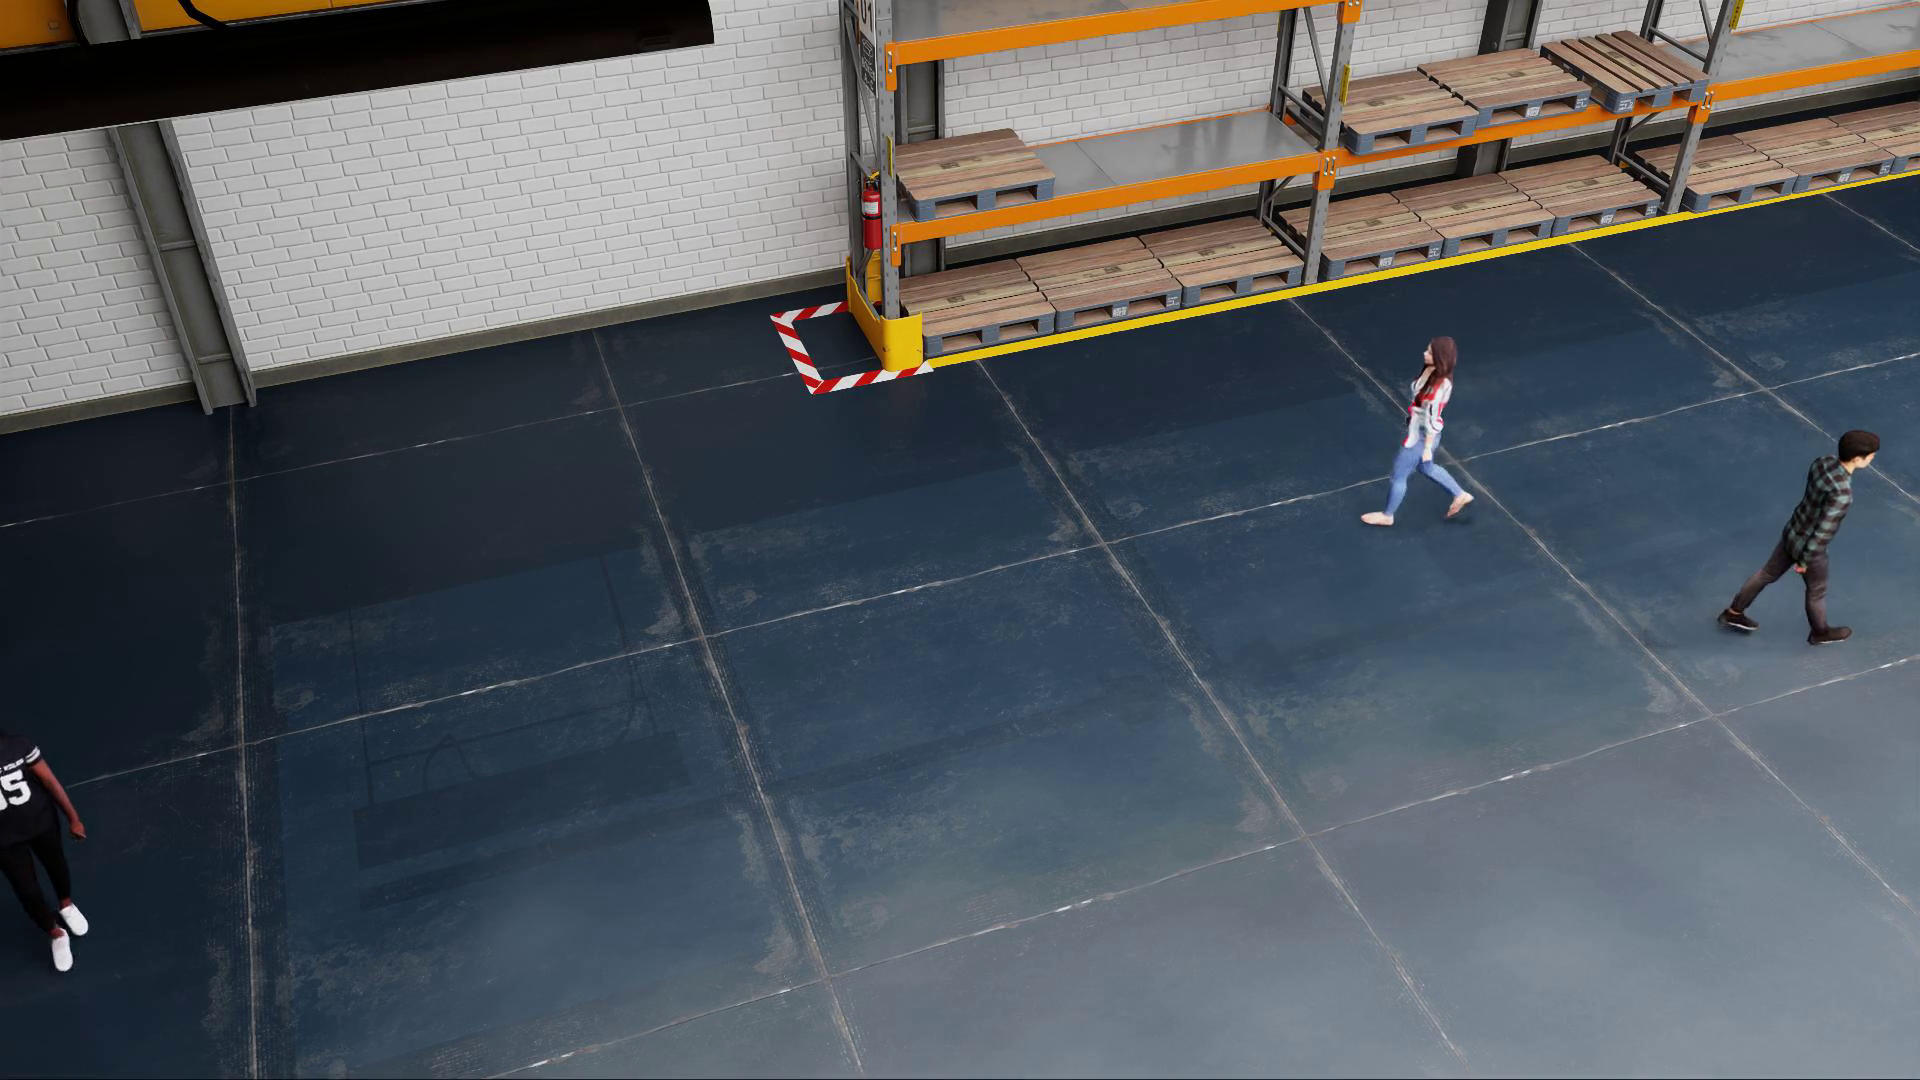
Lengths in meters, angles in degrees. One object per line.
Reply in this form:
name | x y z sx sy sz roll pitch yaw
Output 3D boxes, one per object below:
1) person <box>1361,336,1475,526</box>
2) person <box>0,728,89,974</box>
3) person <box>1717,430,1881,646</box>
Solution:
person | 3.402 -0.746 11.904 1.114 1.588 0.899 4 39 5
person | -5.086 1.498 8.988 0.778 1.721 0.823 -28 46 -31
person | 5.474 -0.014 10.881 1.157 1.679 0.939 1 39 1
